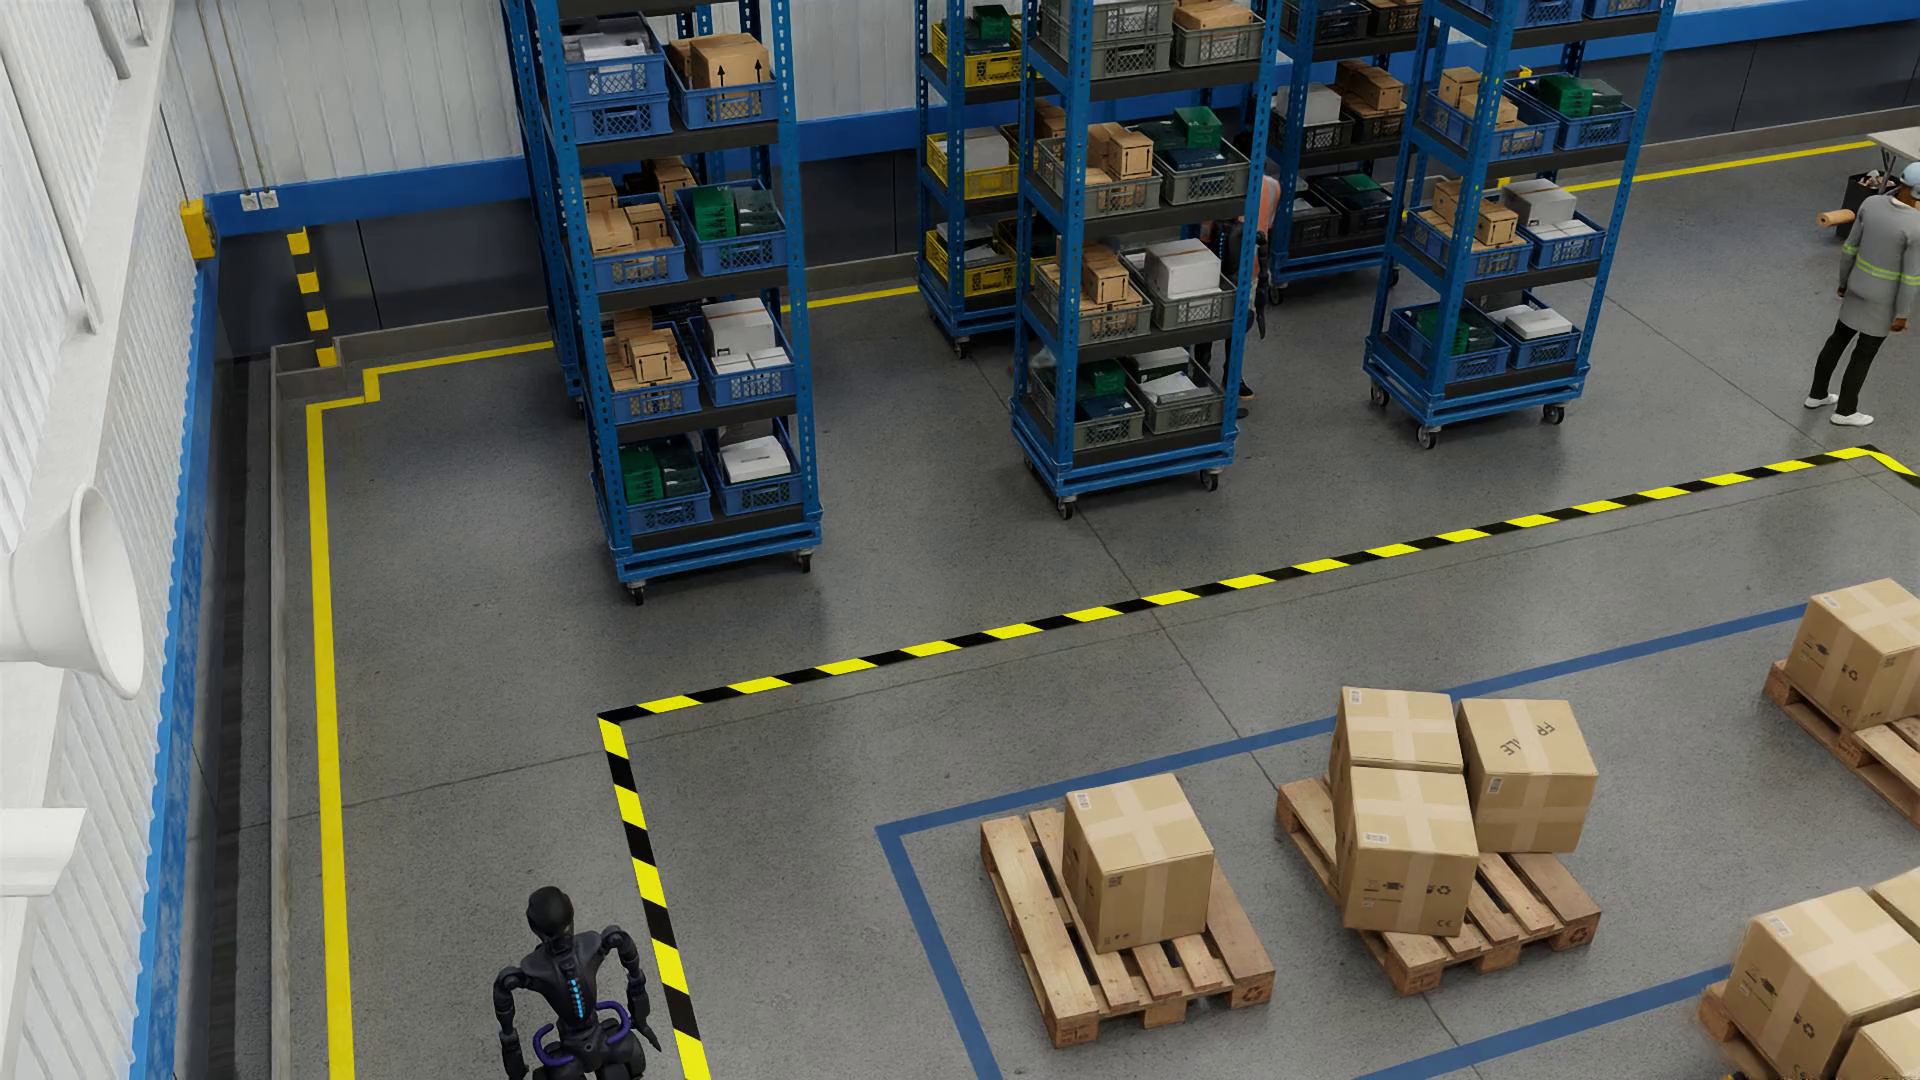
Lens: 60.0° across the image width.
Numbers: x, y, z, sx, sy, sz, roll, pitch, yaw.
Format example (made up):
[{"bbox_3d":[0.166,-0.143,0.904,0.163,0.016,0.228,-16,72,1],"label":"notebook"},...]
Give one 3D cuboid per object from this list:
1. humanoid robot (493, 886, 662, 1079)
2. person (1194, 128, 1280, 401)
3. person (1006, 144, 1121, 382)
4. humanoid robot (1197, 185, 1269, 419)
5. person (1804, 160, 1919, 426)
[{"bbox_3d":[-1.397,1.898,6.132,0.599,1.654,0.315,-18,39,-24],"label":"humanoid robot"},{"bbox_3d":[1.844,-1.809,11.148,0.602,1.966,0.372,-16,38,-21],"label":"person"},{"bbox_3d":[0.889,-1.817,11.244,1.062,1.877,0.620,2,35,2],"label":"person"},{"bbox_3d":[1.767,-1.587,11.071,0.599,1.657,0.315,26,43,32],"label":"humanoid robot"},{"bbox_3d":[6.069,-1.633,10.998,0.387,1.849,0.596,-11,37,-15],"label":"person"}]
